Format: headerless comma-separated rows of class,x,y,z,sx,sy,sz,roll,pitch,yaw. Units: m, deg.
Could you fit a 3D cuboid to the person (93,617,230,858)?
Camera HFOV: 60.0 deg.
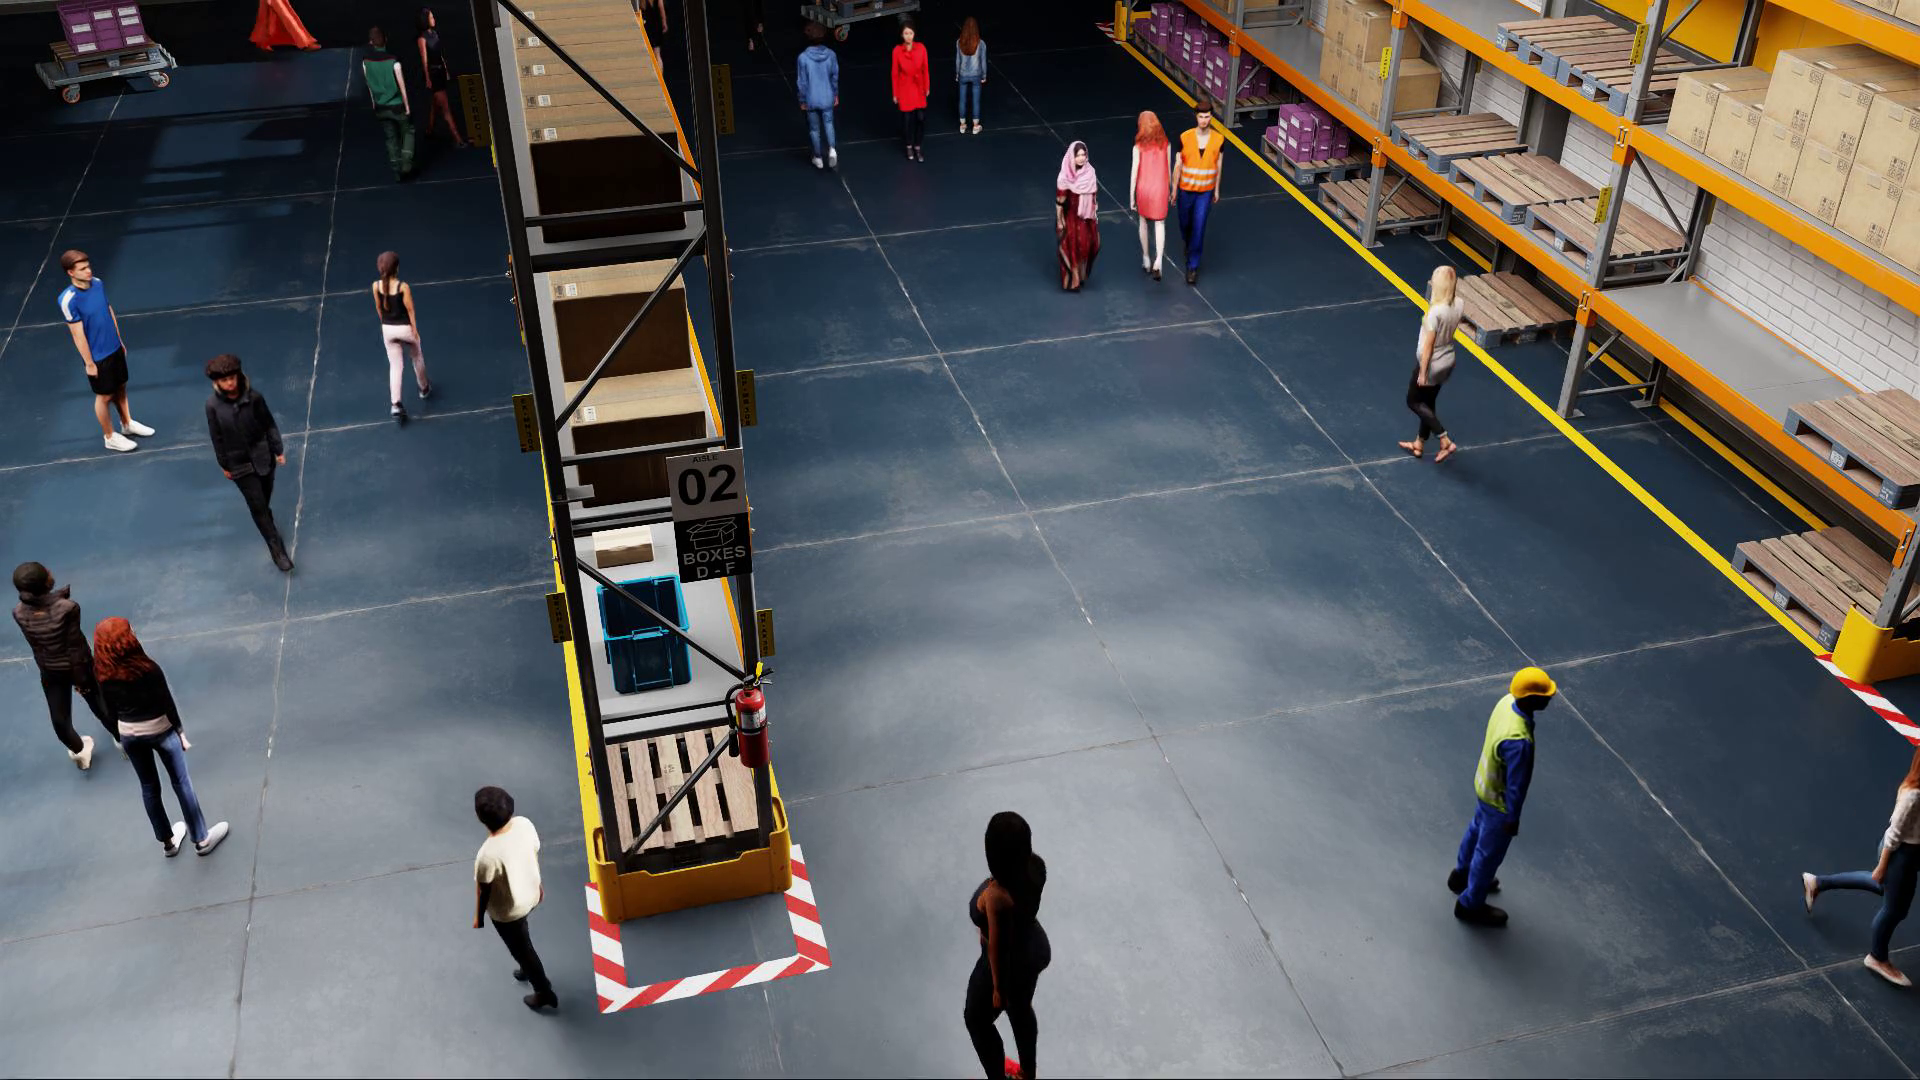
person,-4.963,1.217,10.206,0.634,1.790,0.627,2,34,3

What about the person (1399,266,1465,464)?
person,4.130,-1.444,14.191,0.807,1.811,0.954,-24,41,-32

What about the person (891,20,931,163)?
person,-0.619,-5.513,20.383,0.658,1.733,0.665,-6,34,-9

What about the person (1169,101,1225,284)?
person,2.490,-3.741,17.608,1.007,1.854,1.296,5,34,8

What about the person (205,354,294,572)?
person,-5.614,-0.683,13.112,0.917,1.738,1.172,-23,40,-30

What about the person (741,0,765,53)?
person,-3.016,-7.994,24.169,0.780,1.675,1.092,-1,34,-1

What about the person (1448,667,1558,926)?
person,3.185,1.472,9.802,0.794,1.812,0.652,5,34,8

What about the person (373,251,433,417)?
person,-5.096,-1.851,15.046,0.640,1.543,1.038,-2,34,-3

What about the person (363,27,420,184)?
person,-6.771,-5.122,19.717,0.773,1.818,0.764,3,34,4

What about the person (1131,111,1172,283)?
person,2.019,-3.535,17.353,0.754,1.793,1.074,2,34,2

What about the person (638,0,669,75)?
person,-4.171,-6.813,22.389,0.733,1.678,0.987,-11,35,-16

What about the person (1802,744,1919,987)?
person,5.306,1.735,9.499,0.834,1.711,1.085,-23,40,-31

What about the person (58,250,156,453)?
person,-7.500,-1.670,14.481,0.771,1.866,0.652,5,34,7

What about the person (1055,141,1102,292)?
person,1.176,-3.383,17.275,0.683,1.626,0.677,-13,36,-19

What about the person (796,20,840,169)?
person,-1.683,-5.313,20.026,0.713,1.796,0.846,-11,35,-16

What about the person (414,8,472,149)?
person,-6.613,-5.754,20.755,0.845,1.723,0.949,2,34,3

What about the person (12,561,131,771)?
person,-5.856,0.774,10.997,0.676,1.653,0.808,-4,34,-6

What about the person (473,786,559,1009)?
person,-2.403,2.024,9.187,0.780,1.575,0.704,11,35,16

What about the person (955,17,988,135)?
person,0.124,-5.936,21.252,0.617,1.475,0.612,4,34,6

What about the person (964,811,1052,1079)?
person,0.298,2.237,8.683,0.909,1.777,0.859,12,35,17

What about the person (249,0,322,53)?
person,-9.957,-7.835,23.865,0.938,1.746,1.271,0,34,-1
